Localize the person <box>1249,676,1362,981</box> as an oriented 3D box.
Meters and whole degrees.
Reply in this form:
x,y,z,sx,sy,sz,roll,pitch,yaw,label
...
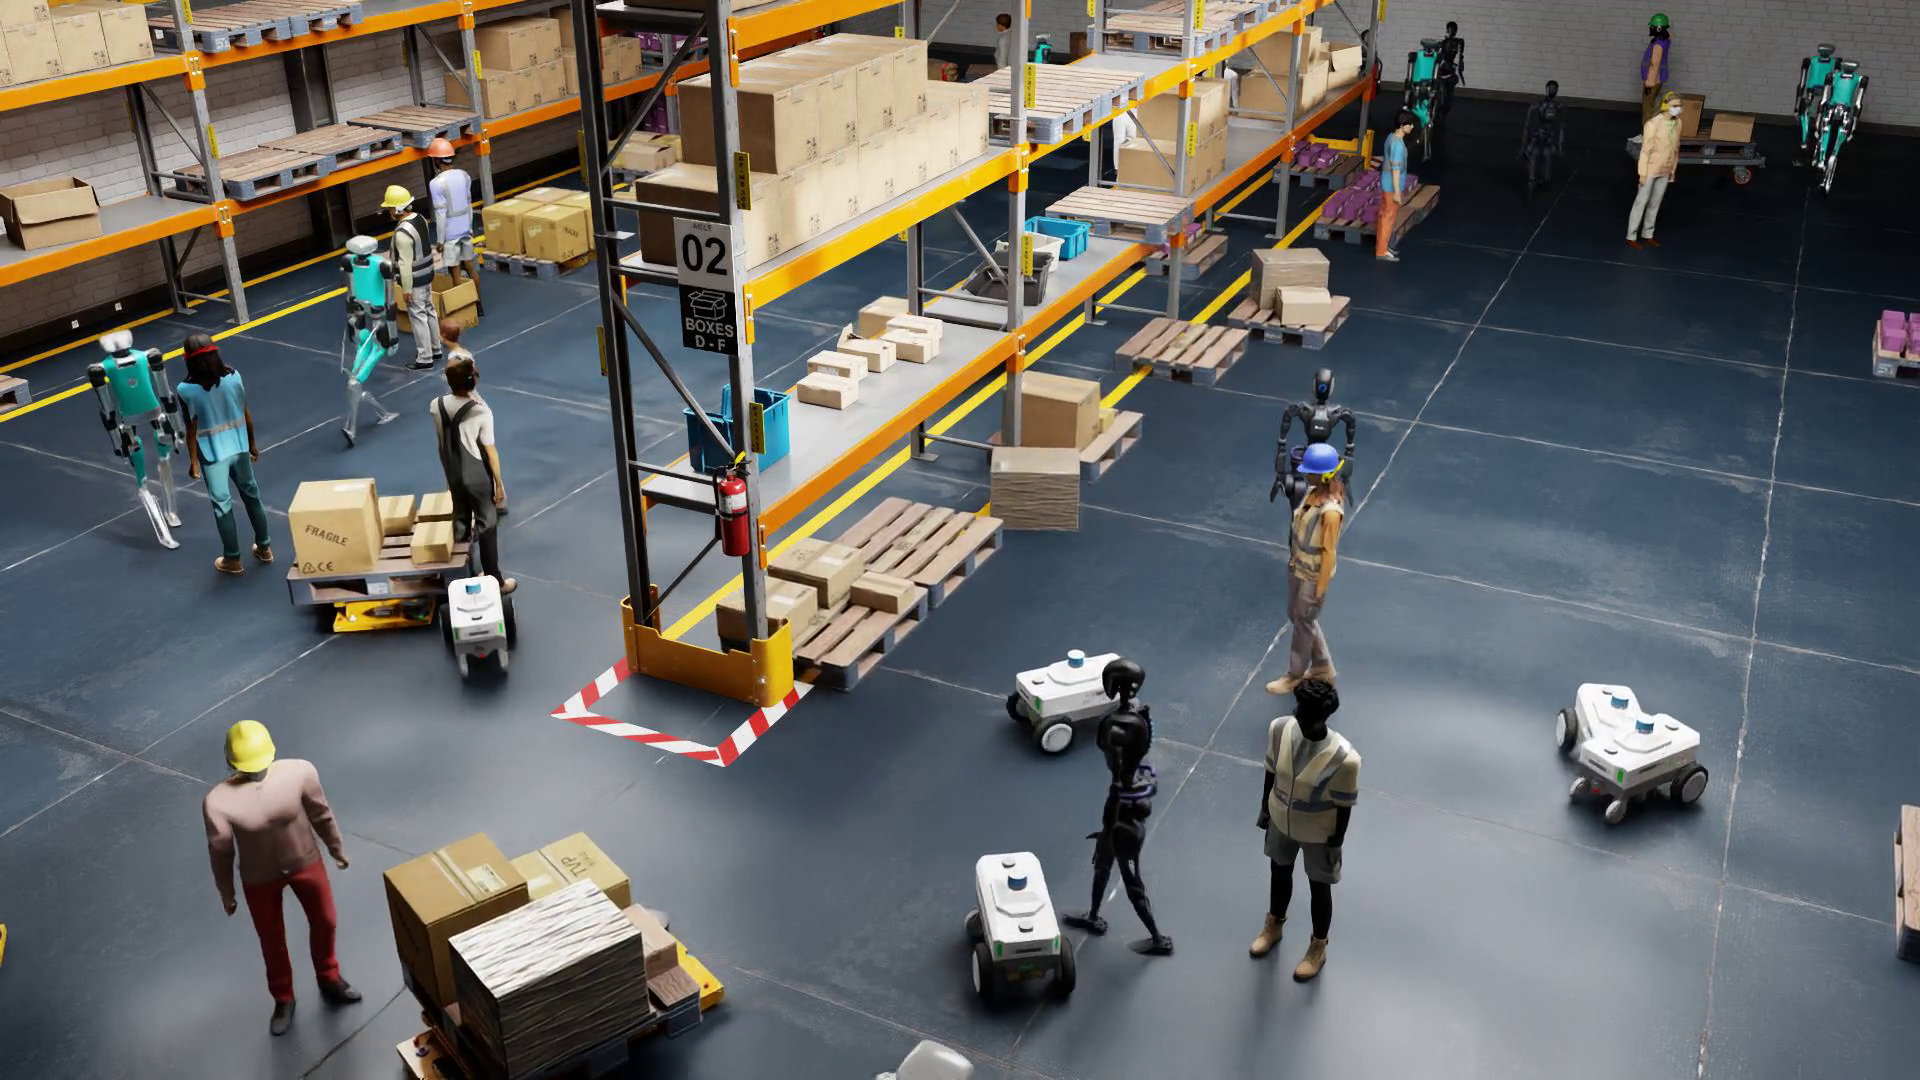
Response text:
x,y,z,sx,sy,sz,roll,pitch,yaw,label
1.718,1.418,8.307,0.532,1.693,0.320,24,35,39,person

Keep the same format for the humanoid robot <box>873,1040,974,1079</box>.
x,y,z,sx,sy,sz,roll,pitch,yaw,label
-0.208,2.630,5.818,0.566,1.779,0.735,14,30,26,humanoid robot

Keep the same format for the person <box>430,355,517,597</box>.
x,y,z,sx,sy,sz,roll,pitch,yaw,label
-3.487,-0.434,11.896,0.499,1.839,0.343,9,28,18,person

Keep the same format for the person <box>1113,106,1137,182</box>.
x,y,z,sx,sy,sz,roll,pitch,yaw,label
2.129,-4.592,20.211,0.641,1.908,0.402,-23,34,-38,person

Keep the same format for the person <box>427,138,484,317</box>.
x,y,z,sx,sy,sz,roll,pitch,yaw,label
-5.325,-3.238,17.440,0.368,1.935,0.550,11,28,21,person

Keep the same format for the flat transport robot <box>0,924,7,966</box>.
x,y,z,sx,sy,sz,roll,pitch,yaw,label
-5.570,2.251,8.230,1.431,0.231,0.659,-10,28,-19,flat transport robot

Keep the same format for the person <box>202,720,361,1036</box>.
x,y,z,sx,sy,sz,roll,pitch,yaw,label
-3.217,1.580,7.911,0.586,1.752,0.378,-17,31,-31,person

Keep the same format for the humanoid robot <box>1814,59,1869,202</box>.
x,y,z,sx,sy,sz,roll,pitch,yaw,label
11.586,-5.417,22.062,0.530,1.748,1.002,14,30,27,humanoid robot

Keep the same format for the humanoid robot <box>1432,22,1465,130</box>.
x,y,z,sx,sy,sz,roll,pitch,yaw,label
7.517,-7.147,25.632,0.610,1.646,0.330,-10,28,-19,humanoid robot

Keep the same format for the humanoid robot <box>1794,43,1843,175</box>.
x,y,z,sx,sy,sz,roll,pitch,yaw,label
12.002,-5.974,23.254,0.533,1.784,1.016,5,27,10,humanoid robot

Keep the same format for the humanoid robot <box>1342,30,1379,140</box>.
x,y,z,sx,sy,sz,roll,pitch,yaw,label
6.087,-6.883,25.133,0.730,1.621,0.616,-13,29,-24,humanoid robot

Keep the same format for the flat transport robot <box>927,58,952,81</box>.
x,y,z,sx,sy,sz,roll,pitch,yaw,label
-0.807,-6.838,26.590,1.431,0.231,0.659,-21,33,-36,flat transport robot

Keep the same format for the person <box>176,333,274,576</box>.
x,y,z,sx,sy,sz,roll,pitch,yaw,label
-5.420,-0.631,12.256,0.391,1.865,0.518,22,34,37,person

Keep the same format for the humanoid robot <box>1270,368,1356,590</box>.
x,y,z,sx,sy,sz,roll,pitch,yaw,label
2.564,-0.437,12.060,0.602,1.650,0.423,4,27,7,humanoid robot

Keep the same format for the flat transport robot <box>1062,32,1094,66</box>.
x,y,z,sx,sy,sz,roll,pitch,yaw,label
2.429,-7.844,28.623,1.431,0.231,0.659,21,33,36,flat transport robot

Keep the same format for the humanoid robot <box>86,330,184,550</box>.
x,y,z,sx,sy,sz,roll,pitch,yaw,label
-6.316,-0.818,12.805,0.576,1.776,0.892,-18,32,-32,humanoid robot

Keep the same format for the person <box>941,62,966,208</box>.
x,y,z,sx,sy,sz,roll,pitch,yaw,label
-0.163,-5.291,21.688,0.378,1.844,0.568,16,31,30,person

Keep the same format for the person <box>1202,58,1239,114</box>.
x,y,z,sx,sy,sz,roll,pitch,yaw,label
3.547,-5.992,23.241,0.591,1.711,0.865,17,31,30,person

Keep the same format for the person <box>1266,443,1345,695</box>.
x,y,z,sx,sy,sz,roll,pitch,yaw,label
2.270,0.194,10.698,0.481,1.770,0.480,-2,26,-5,person

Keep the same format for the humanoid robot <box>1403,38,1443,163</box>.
x,y,z,sx,sy,sz,roll,pitch,yaw,label
6.685,-6.199,23.708,0.559,1.772,1.056,-7,27,-14,humanoid robot

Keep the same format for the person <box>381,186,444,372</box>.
x,y,z,sx,sy,sz,roll,pitch,yaw,label
-5.315,-2.541,16.164,0.403,1.825,0.589,0,26,1,person

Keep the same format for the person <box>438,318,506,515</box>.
x,y,z,sx,sy,sz,roll,pitch,yaw,label
-3.911,-0.954,13.154,0.511,1.627,0.494,0,26,1,person

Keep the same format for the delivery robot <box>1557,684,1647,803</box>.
x,y,z,sx,sy,sz,roll,pitch,yaw,label
3.949,1.176,10.069,0.499,0.585,0.765,4,27,7,delivery robot

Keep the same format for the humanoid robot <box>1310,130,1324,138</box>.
x,y,z,sx,sy,sz,roll,pitch,yaw,label
5.197,-6.639,24.608,0.533,1.632,0.609,7,27,15,humanoid robot

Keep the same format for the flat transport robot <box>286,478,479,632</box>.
x,y,z,sx,sy,sz,roll,pitch,yaw,label
-4.177,0.251,12.272,0.659,0.231,1.431,-4,27,-9,flat transport robot

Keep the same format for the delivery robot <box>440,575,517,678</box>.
x,y,z,sx,sy,sz,roll,pitch,yaw,label
-3.294,0.537,11.356,0.499,0.582,0.773,-8,27,-16,delivery robot

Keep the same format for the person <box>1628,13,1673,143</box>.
x,y,z,sx,sy,sz,roll,pitch,yaw,label
10.291,-6.834,24.725,0.427,1.924,0.528,11,28,21,person

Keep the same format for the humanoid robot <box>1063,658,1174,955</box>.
x,y,z,sx,sy,sz,roll,pitch,yaw,label
0.844,1.369,8.463,0.531,1.653,0.602,5,27,10,humanoid robot

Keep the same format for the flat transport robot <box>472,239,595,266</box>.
x,y,z,sx,sy,sz,roll,pitch,yaw,label
-5.081,-3.439,19.725,1.431,0.231,0.659,2,26,3,flat transport robot

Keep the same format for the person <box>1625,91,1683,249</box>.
x,y,z,sx,sy,sz,roll,pitch,yaw,label
8.356,-4.441,19.958,0.564,1.872,0.401,-11,28,-20,person

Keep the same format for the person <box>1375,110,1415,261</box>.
x,y,z,sx,sy,sz,roll,pitch,yaw,label
5.085,-4.142,19.467,0.341,1.758,0.507,3,26,5,person

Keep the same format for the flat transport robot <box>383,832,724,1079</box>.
x,y,z,sx,sy,sz,roll,pitch,yaw,label
-1.934,2.311,8.110,1.431,0.231,0.659,-20,32,-34,flat transport robot

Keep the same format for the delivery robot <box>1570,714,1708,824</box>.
x,y,z,sx,sy,sz,roll,pitch,yaw,label
4.003,1.302,9.817,0.789,0.587,0.499,-14,30,-26,delivery robot

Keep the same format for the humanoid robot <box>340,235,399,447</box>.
x,y,z,sx,sy,sz,roll,pitch,yaw,label
-5.340,-1.713,14.602,0.549,1.774,0.945,10,28,20,humanoid robot

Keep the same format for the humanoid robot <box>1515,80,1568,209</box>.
x,y,z,sx,sy,sz,roll,pitch,yaw,label
7.528,-5.160,21.612,0.611,1.637,0.450,-1,26,-3,humanoid robot

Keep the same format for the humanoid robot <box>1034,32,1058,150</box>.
x,y,z,sx,sy,sz,roll,pitch,yaw,label
0.933,-6.514,24.335,1.029,1.767,0.536,-3,27,-6,humanoid robot

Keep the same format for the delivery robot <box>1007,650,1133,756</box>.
x,y,z,sx,sy,sz,roll,pitch,yaw,label
0.697,0.990,10.478,0.804,0.614,0.499,-10,28,-20,delivery robot

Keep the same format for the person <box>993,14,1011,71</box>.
x,y,z,sx,sy,sz,roll,pitch,yaw,label
0.701,-7.056,25.300,0.380,1.817,0.507,10,28,19,person

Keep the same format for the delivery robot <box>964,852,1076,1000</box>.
x,y,z,sx,sy,sz,roll,pitch,yaw,label
0.283,1.967,8.499,0.524,0.610,0.781,-3,27,-7,delivery robot
